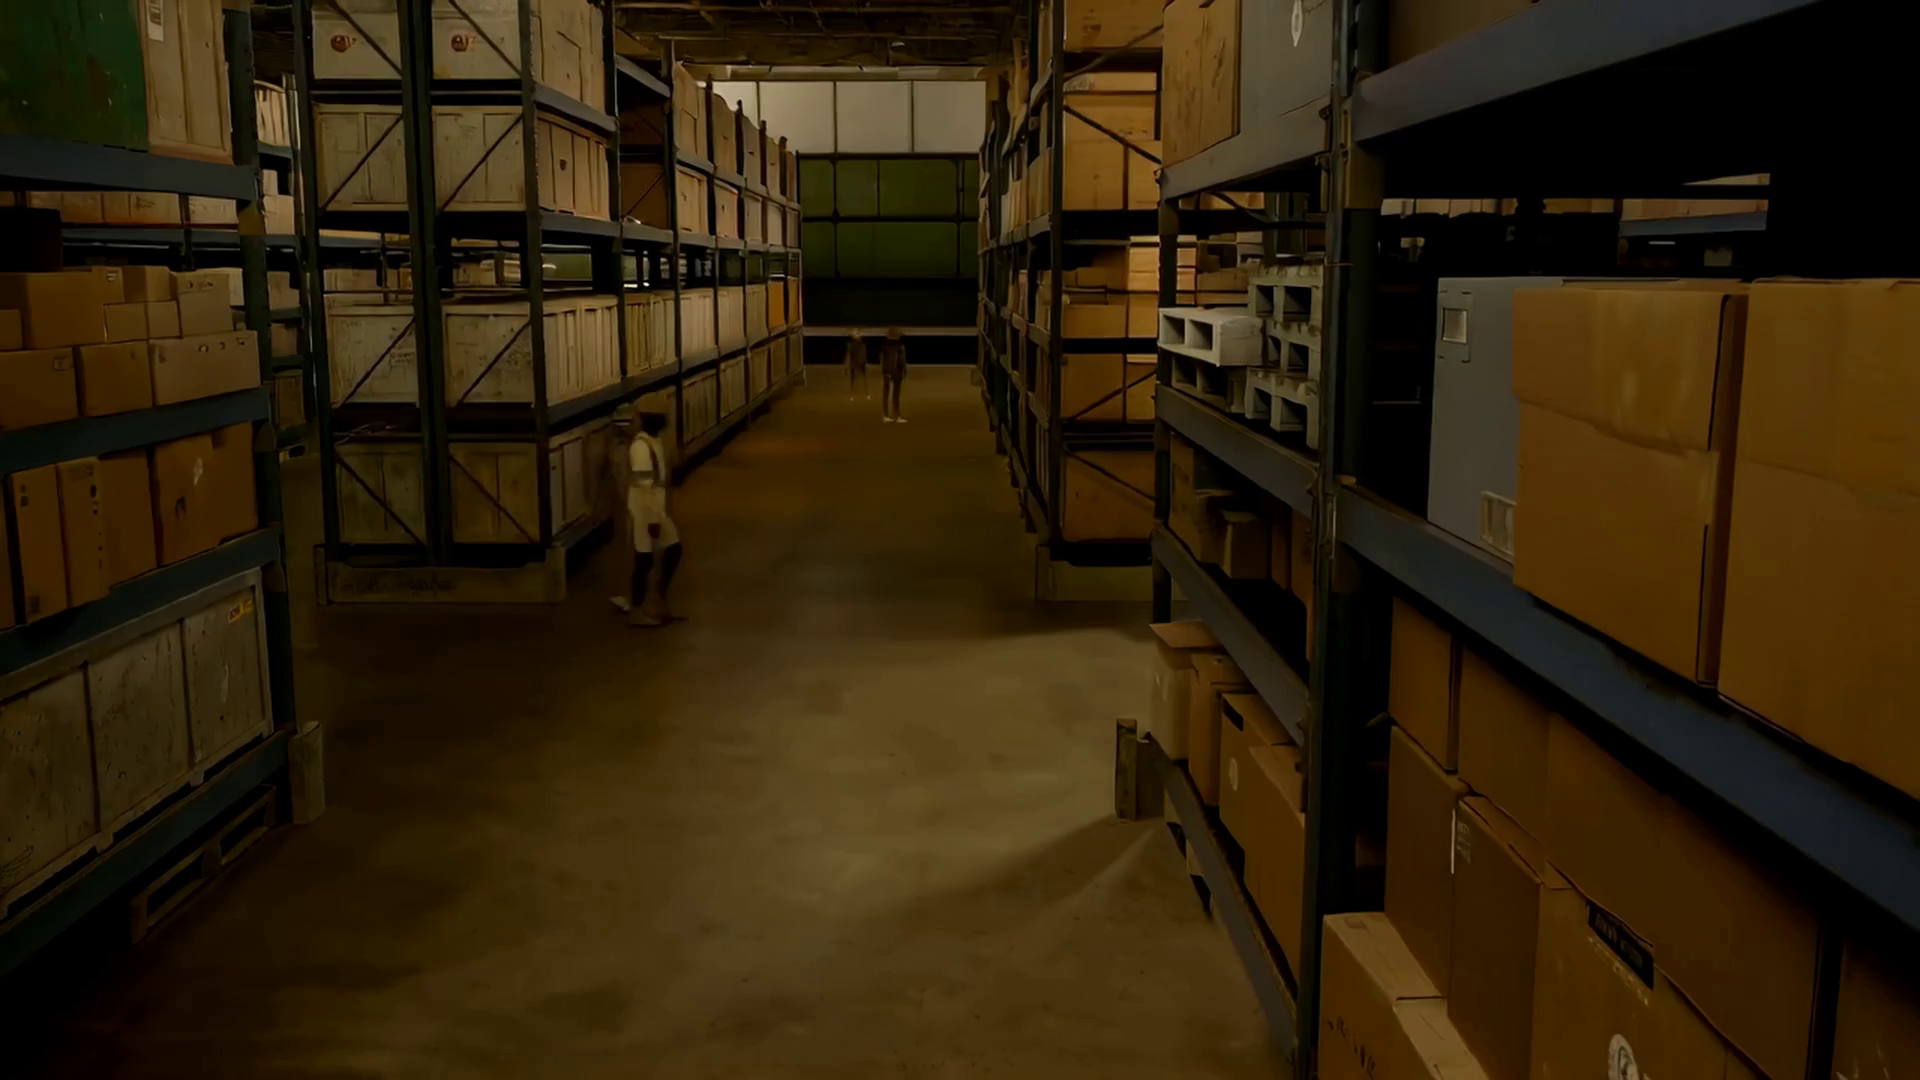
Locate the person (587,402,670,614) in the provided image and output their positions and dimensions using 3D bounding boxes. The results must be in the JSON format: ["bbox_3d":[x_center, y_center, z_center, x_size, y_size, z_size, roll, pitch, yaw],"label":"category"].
[{"bbox_3d":[-2.969,-0.278,14.701,0.651,1.846,1.031,3,10,18],"label":"person"}]

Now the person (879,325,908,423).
[{"bbox_3d":[-1.318,-3.267,32.784,0.627,1.936,0.374,7,12,37],"label":"person"}]

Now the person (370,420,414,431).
[{"bbox_3d":[-7.900,-1.689,23.186,0.639,1.910,0.407,-5,10,-28],"label":"person"}]

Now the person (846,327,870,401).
[{"bbox_3d":[-2.374,-4.073,38.415,0.572,1.704,0.894,3,10,19],"label":"person"}]

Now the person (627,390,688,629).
[{"bbox_3d":[-2.530,-0.245,13.983,0.638,2.018,0.635,0,9,1],"label":"person"}]
